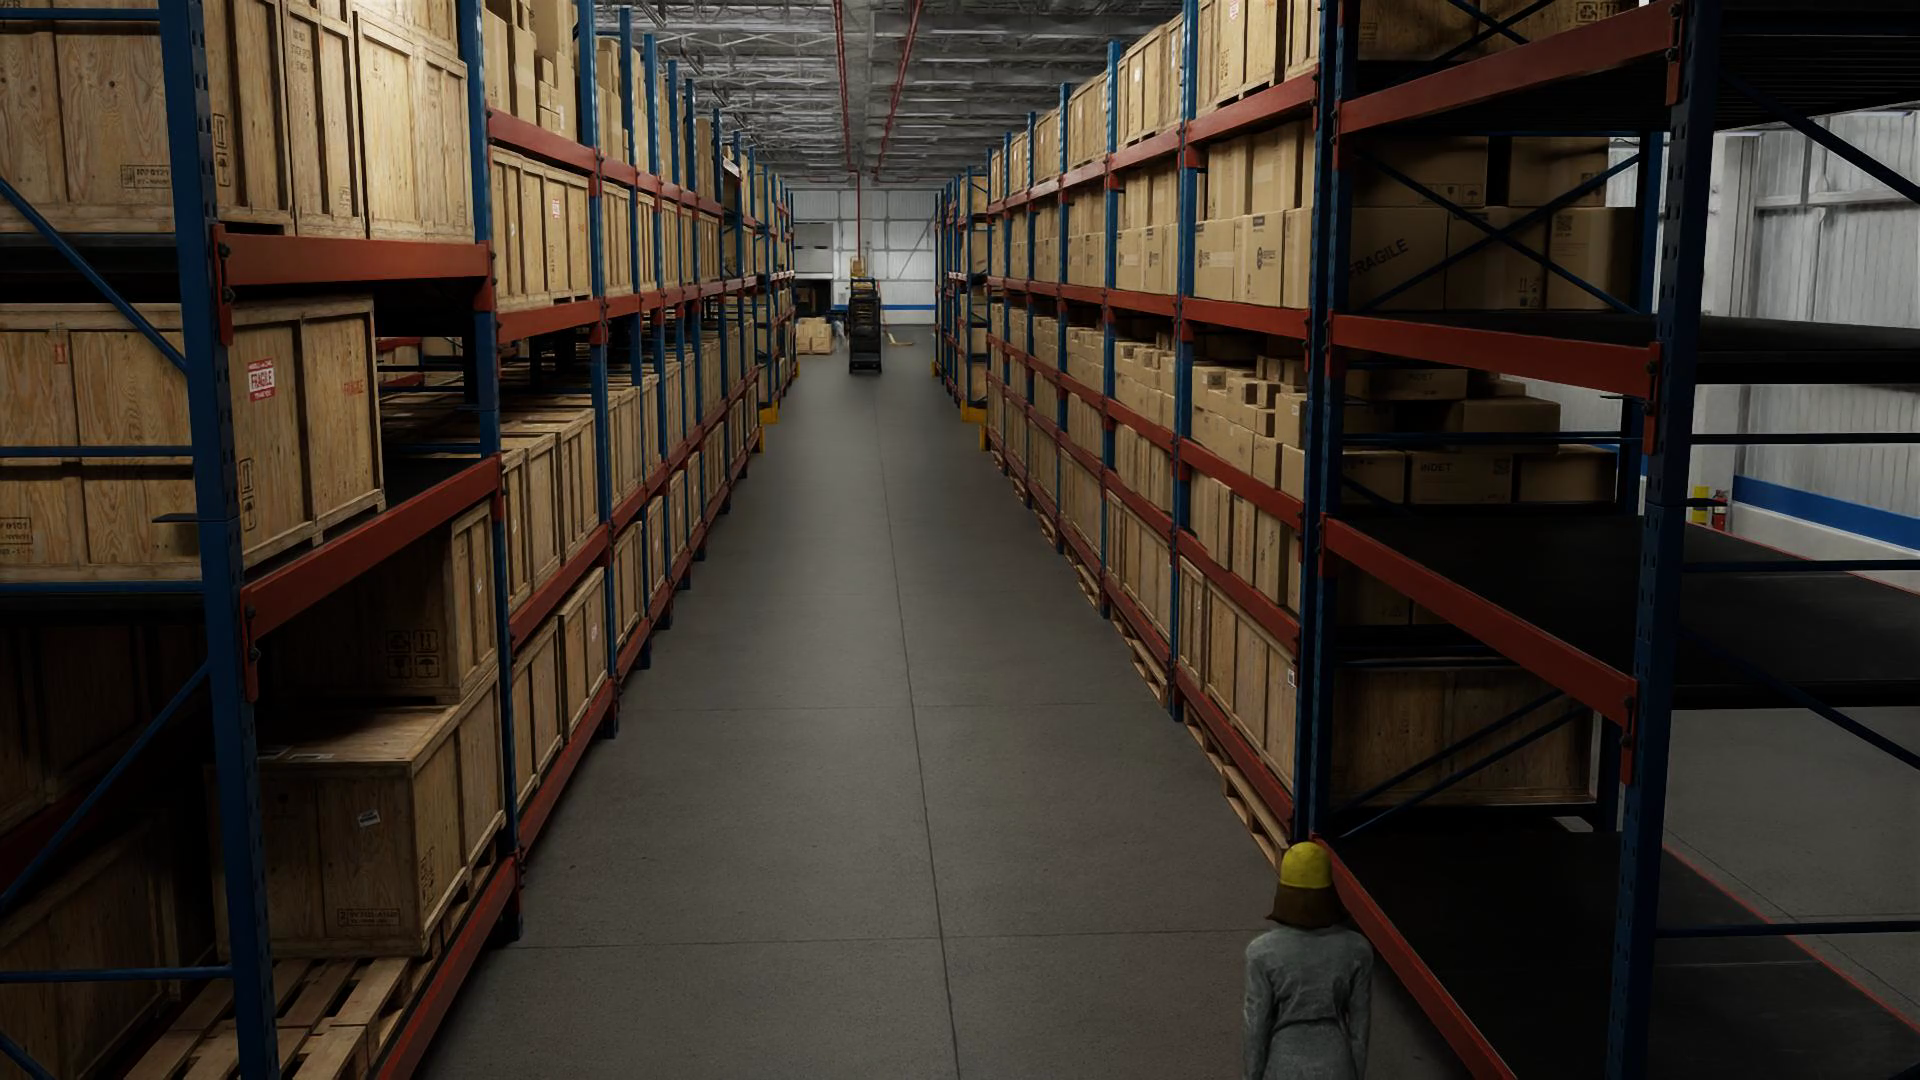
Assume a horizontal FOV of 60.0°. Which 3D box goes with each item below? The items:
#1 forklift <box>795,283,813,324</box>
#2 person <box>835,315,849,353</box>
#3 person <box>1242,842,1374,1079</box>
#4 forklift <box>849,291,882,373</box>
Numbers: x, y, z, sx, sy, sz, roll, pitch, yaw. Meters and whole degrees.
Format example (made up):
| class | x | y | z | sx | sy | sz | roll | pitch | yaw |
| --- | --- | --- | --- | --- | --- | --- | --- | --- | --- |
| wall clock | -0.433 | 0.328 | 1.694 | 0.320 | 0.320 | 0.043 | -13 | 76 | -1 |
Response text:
| class | x | y | z | sx | sy | sz | roll | pitch | yaw |
| --- | --- | --- | --- | --- | --- | --- | --- | --- | --- |
| forklift | -7.448 | -10.808 | 79.029 | 1.129 | 2.768 | 1.873 | -2 | 10 | -12 |
| person | -5.020 | -8.699 | 70.260 | 0.880 | 1.585 | 0.530 | 8 | 12 | 39 |
| person | 1.268 | 1.965 | 6.148 | 0.483 | 1.735 | 0.311 | -1 | 10 | -4 |
| forklift | -3.309 | -7.258 | 57.822 | 1.129 | 2.768 | 1.873 | -1 | 10 | -3 |
